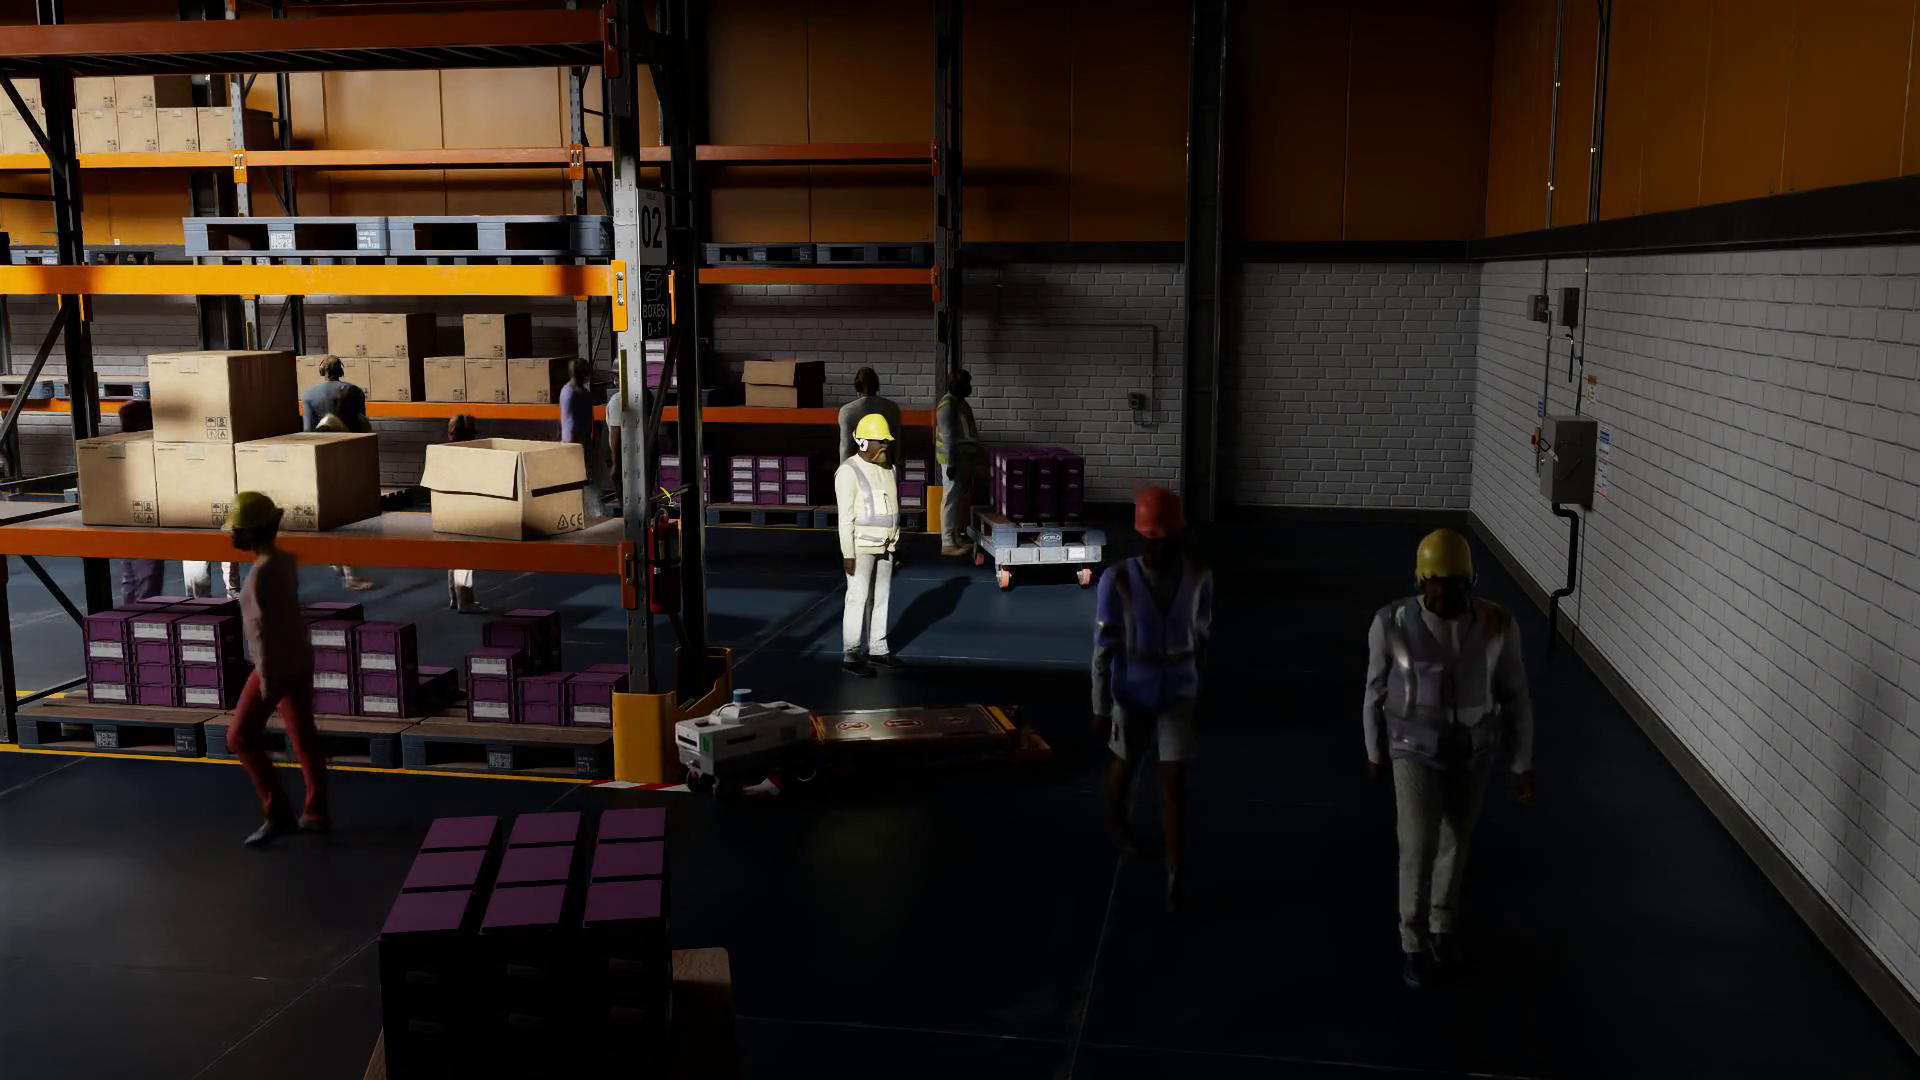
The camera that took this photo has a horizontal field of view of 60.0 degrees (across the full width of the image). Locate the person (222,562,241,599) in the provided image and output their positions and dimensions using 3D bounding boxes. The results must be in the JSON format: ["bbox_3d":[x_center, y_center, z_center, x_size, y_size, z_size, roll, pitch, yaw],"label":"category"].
[{"bbox_3d":[-6.296,-0.444,13.980,0.625,1.992,0.386,-7,11,-35],"label":"person"}]

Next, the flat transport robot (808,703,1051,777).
[{"bbox_3d":[-0.250,1.134,9.523,1.431,0.197,0.652,-2,9,-12],"label":"flat transport robot"}]

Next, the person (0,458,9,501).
[{"bbox_3d":[-9.630,-0.796,16.591,0.869,1.850,0.611,-7,11,-37],"label":"person"}]

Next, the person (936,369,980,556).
[{"bbox_3d":[-0.019,-0.774,16.504,0.429,1.841,0.634,2,9,12],"label":"person"}]

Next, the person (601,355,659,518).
[{"bbox_3d":[-3.178,-0.791,15.992,0.538,2.000,0.688,4,10,22],"label":"person"}]

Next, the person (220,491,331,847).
[{"bbox_3d":[-3.349,0.624,8.095,0.490,1.747,0.590,0,9,-1],"label":"person"}]

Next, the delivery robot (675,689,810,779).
[{"bbox_3d":[-1.164,1.043,8.921,0.707,0.478,0.477,-8,12,-41],"label":"delivery robot"}]

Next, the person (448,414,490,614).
[{"bbox_3d":[-4.079,-0.217,13.672,0.315,1.640,0.515,-5,10,-26],"label":"person"}]

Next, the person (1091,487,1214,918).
[{"bbox_3d":[0.851,0.663,7.530,0.554,1.878,1.056,-1,9,-7],"label":"person"}]

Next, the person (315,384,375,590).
[{"bbox_3d":[-5.423,-0.470,14.678,0.525,1.824,0.642,3,10,17],"label":"person"}]

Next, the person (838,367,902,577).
[{"bbox_3d":[-0.829,-0.605,15.160,0.630,1.938,0.372,-6,11,-32],"label":"person"}]

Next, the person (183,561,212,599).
[{"bbox_3d":[-6.155,-0.302,13.449,0.345,1.884,0.584,-7,11,-36],"label":"person"}]

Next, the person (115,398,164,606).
[{"bbox_3d":[-5.846,-0.060,11.914,0.400,1.902,0.647,-9,13,-43],"label":"person"}]

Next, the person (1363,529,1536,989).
[{"bbox_3d":[1.924,0.853,6.537,0.609,1.801,0.677,0,9,1],"label":"person"}]

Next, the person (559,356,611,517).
[{"bbox_3d":[-4.149,-1.026,17.890,0.973,1.902,0.637,1,9,7],"label":"person"}]

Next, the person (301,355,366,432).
[{"bbox_3d":[-6.473,-0.946,17.272,0.635,1.939,0.366,-5,10,-27],"label":"person"}]

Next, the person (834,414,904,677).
[{"bbox_3d":[-0.612,0.031,11.559,0.404,1.825,0.594,6,11,35],"label":"person"}]
